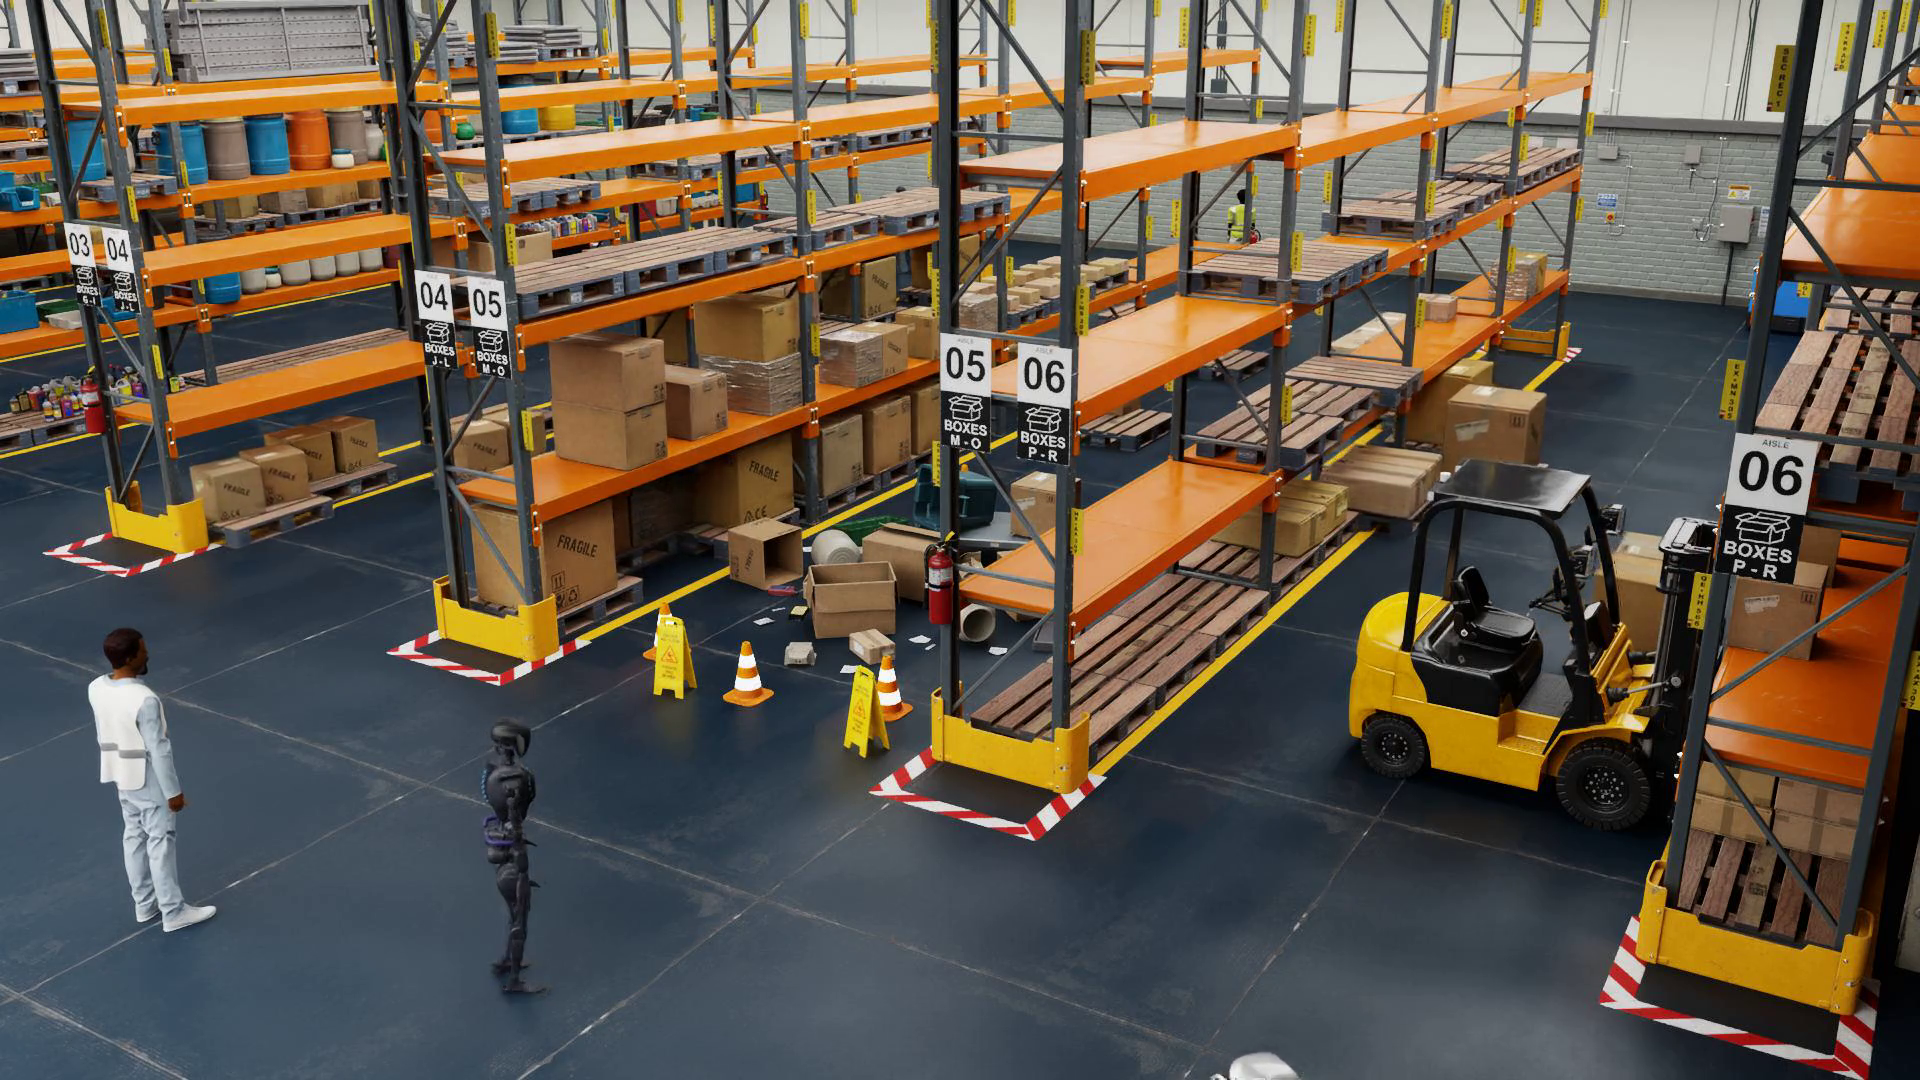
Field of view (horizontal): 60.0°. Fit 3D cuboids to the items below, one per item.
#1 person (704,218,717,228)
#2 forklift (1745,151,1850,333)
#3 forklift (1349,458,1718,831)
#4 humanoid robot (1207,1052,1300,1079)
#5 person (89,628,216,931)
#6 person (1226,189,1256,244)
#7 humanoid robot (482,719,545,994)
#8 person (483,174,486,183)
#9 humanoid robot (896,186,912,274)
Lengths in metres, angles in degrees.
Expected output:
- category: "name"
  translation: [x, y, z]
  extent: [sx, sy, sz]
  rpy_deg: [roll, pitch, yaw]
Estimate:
- category: "person"
  translation: [-5.238, -7.062, 34.864]
  extent: [0.488, 1.688, 0.350]
  rpy_deg: [-6, 20, -17]
- category: "forklift"
  translation: [13.620, -4.667, 26.137]
  extent: [1.873, 2.768, 1.129]
  rpy_deg: [11, 22, 29]
- category: "forklift"
  translation: [3.988, 0.658, 11.776]
  extent: [2.313, 2.155, 1.214]
  rpy_deg: [11, 22, 29]
- category: "humanoid robot"
  translation: [1.269, 2.729, 6.547]
  extent: [1.080, 1.752, 0.552]
  rpy_deg: [-13, 23, -34]
- category: "person"
  translation: [-4.891, 1.433, 9.949]
  extent: [0.587, 1.920, 0.392]
  rpy_deg: [11, 22, 30]
- category: "person"
  translation: [5.166, -5.601, 30.614]
  extent: [0.539, 1.698, 0.317]
  rpy_deg: [0, 19, 0]
- category: "humanoid robot"
  translation: [-2.527, 1.768, 9.354]
  extent: [0.349, 1.655, 0.609]
  rpy_deg: [-8, 20, -21]
- category: "person"
  translation: [-10.386, -7.722, 36.597]
  extent: [0.333, 1.801, 0.525]
  rpy_deg: [7, 20, 20]
- category: "humanoid robot"
  translation: [-1.059, -5.836, 31.342]
  extent: [0.585, 1.634, 0.451]
  rpy_deg: [-15, 24, -37]
